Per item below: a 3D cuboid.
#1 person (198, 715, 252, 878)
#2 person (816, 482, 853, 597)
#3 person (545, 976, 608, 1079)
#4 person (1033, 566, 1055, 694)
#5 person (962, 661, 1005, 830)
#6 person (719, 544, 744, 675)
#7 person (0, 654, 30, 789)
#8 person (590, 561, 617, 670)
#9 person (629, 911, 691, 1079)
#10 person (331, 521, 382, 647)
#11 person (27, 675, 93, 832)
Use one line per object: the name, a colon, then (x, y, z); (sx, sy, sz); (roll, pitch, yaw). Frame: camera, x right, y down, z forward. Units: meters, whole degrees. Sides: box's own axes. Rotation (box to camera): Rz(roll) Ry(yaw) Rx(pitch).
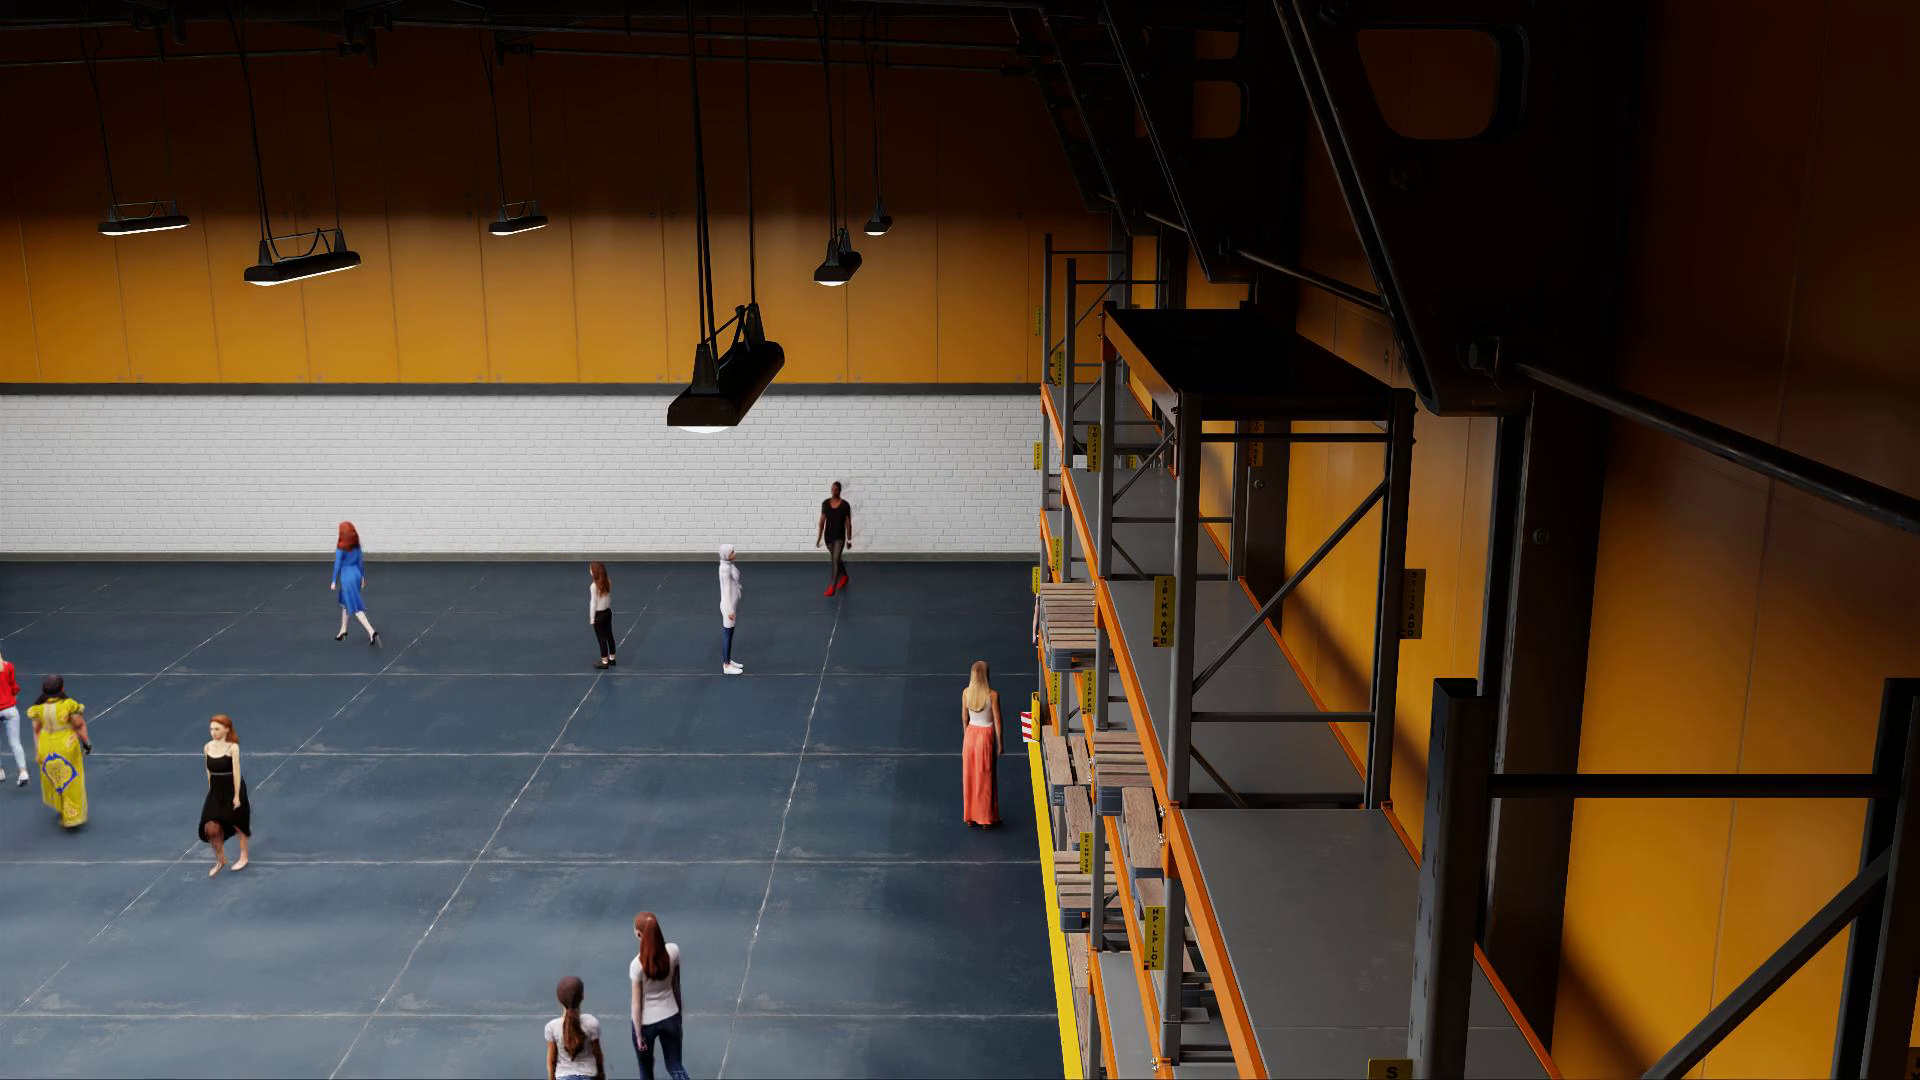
person: (-7.154, 2.467, 16.372); (0.612, 1.611, 0.705); (2, 14, 7)
person: (-1.939, -0.035, 26.386); (0.994, 1.761, 1.299); (6, 15, 23)
person: (-2.588, 3.718, 11.326); (0.559, 1.554, 0.738); (-2, 14, -7)
person: (1.168, 1.176, 21.436); (0.668, 1.738, 0.696); (9, 16, 34)
person: (0.212, 2.130, 17.356); (0.723, 1.803, 0.747); (8, 16, 31)
person: (-3.115, 0.915, 22.433); (0.673, 1.776, 0.456); (0, 14, -2)
person: (-10.571, 1.947, 18.385); (1.081, 1.674, 1.147); (-13, 19, -43)
person: (-4.871, 1.009, 22.672); (0.668, 1.480, 0.552); (7, 15, 26)
person: (-2.111, 3.500, 11.883); (0.915, 1.716, 1.080); (-9, 16, -34)
person: (-8.534, 0.666, 23.436); (0.941, 1.786, 1.141); (5, 15, 20)
person: (-9.371, 2.235, 17.283); (0.889, 1.633, 1.082); (-3, 14, -10)
